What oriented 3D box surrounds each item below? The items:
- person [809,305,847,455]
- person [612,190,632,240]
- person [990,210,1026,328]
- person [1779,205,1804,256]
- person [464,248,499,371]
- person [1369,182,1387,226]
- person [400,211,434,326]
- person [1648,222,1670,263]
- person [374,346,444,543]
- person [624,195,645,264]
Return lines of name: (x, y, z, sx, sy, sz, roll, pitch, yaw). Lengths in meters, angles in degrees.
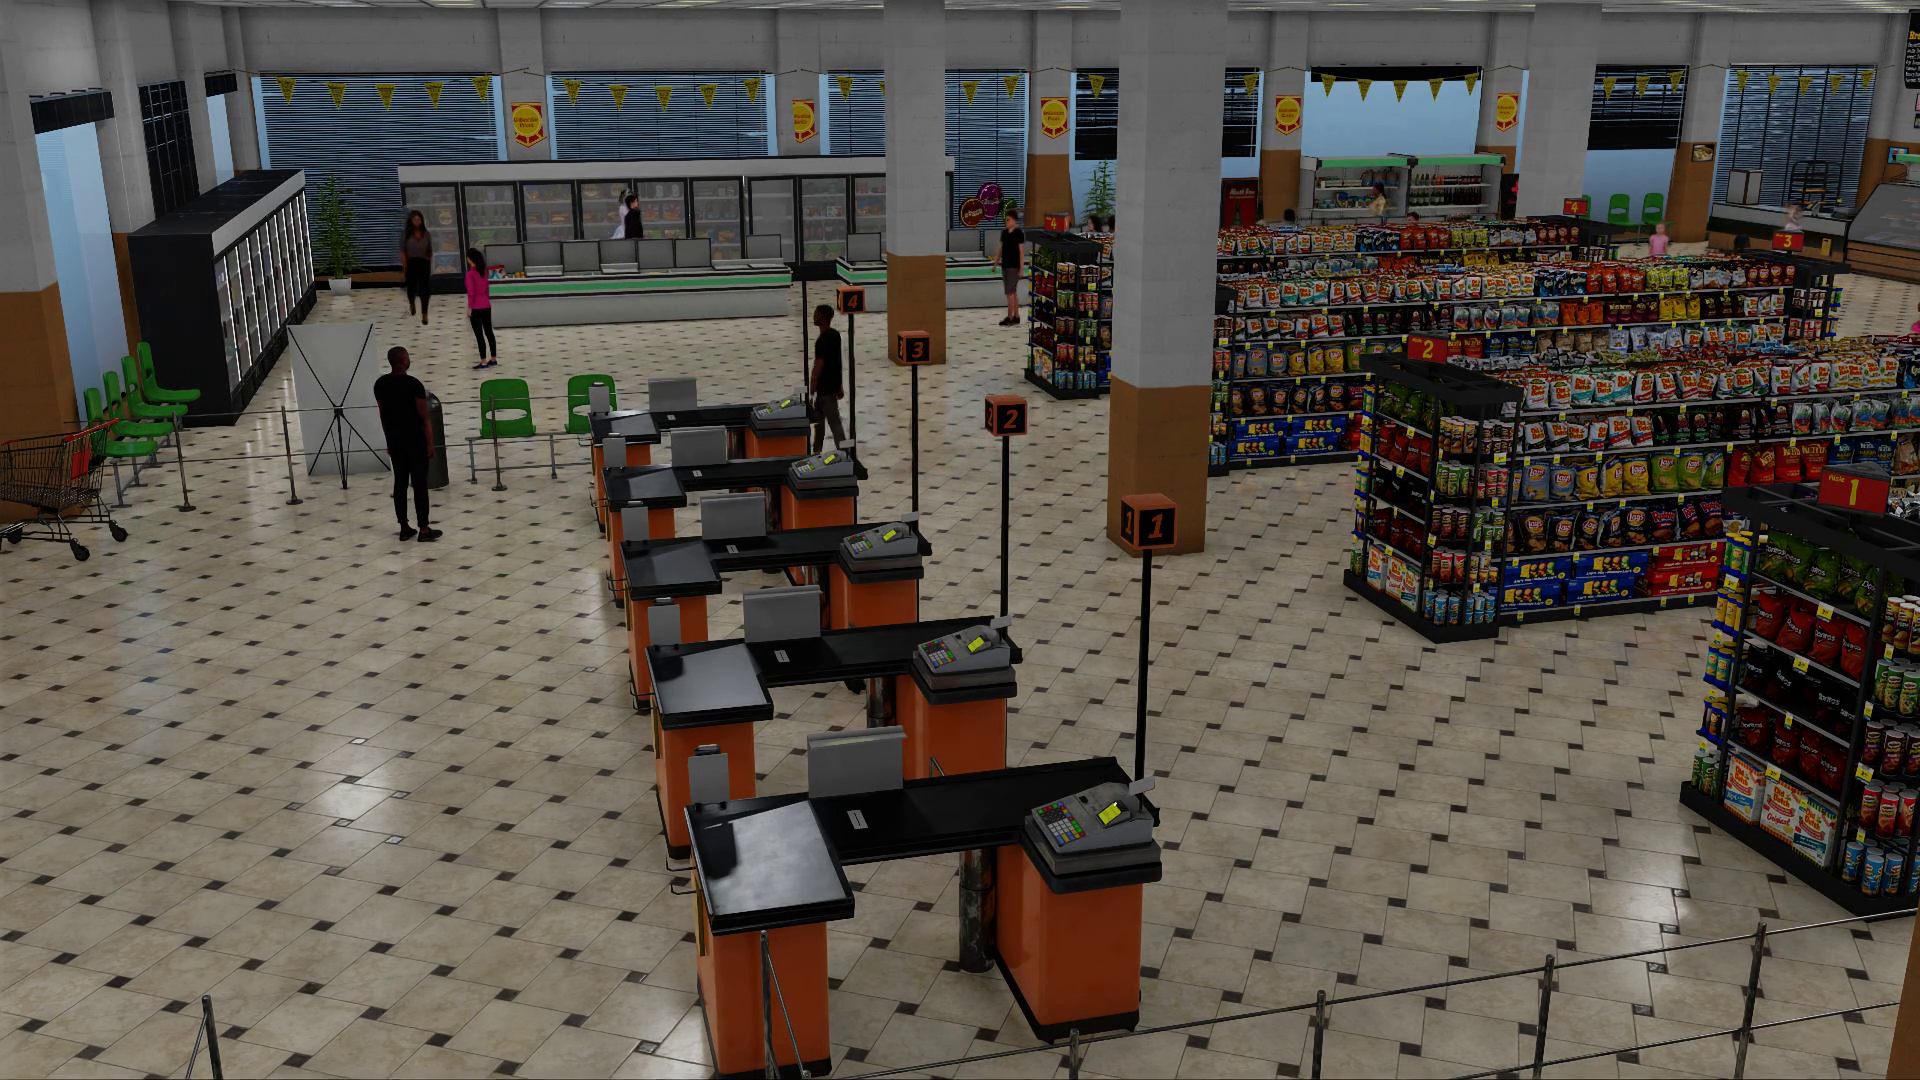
person: (-1.317, -1.605, 17.771, 1.023, 1.786, 0.918, 4, 17, 14)
person: (-6.260, -5.532, 30.756, 1.297, 1.756, 1.030, 3, 17, 10)
person: (0.899, -4.393, 26.845, 0.911, 1.848, 0.820, -12, 21, -34)
person: (14.360, -4.949, 28.908, 0.891, 1.714, 0.764, 10, 19, 29)
person: (-6.726, -3.244, 23.320, 0.727, 1.699, 0.680, 7, 18, 23)
person: (8.229, -6.080, 32.522, 0.992, 1.778, 0.695, -1, 17, -4)
person: (-8.802, -4.408, 26.929, 0.801, 1.828, 0.795, -8, 19, -25)
person: (12.778, -5.172, 30.454, 0.872, 1.243, 0.906, 9, 19, 26)
person: (-5.105, -0.888, 15.351, 0.686, 1.820, 0.811, 4, 17, 14)
person: (-5.858, -5.172, 29.450, 0.816, 1.827, 0.768, -2, 17, -8)
